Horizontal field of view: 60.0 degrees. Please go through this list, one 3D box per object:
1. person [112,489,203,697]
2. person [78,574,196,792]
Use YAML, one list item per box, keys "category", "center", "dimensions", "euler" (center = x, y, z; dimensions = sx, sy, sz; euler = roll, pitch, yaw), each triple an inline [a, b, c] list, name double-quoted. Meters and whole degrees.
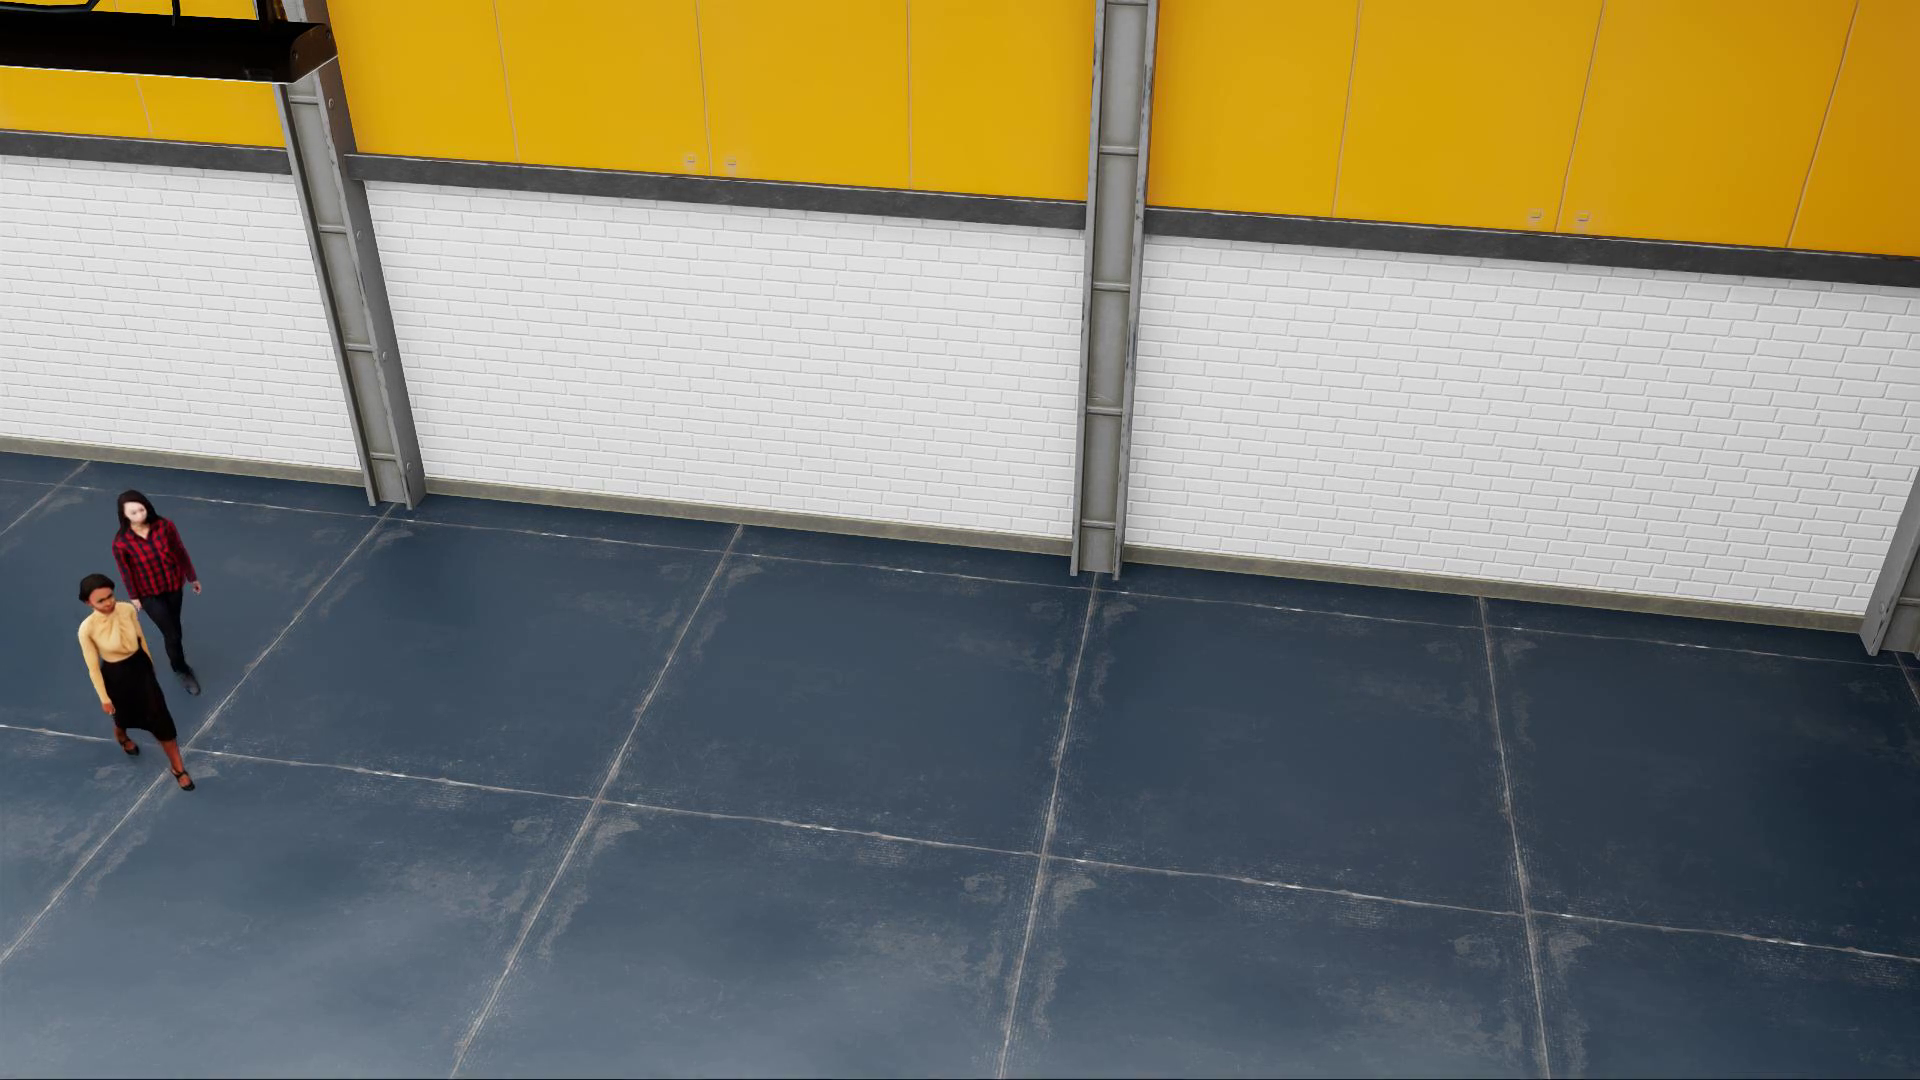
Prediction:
- category: "person"
  center: [-5.707, 0.312, 11.750]
  dimensions: [0.806, 1.639, 0.732]
  euler: [21, 39, 29]
- category: "person"
  center: [-5.489, 0.908, 10.873]
  dimensions: [1.097, 1.617, 0.883]
  euler: [23, 40, 30]
